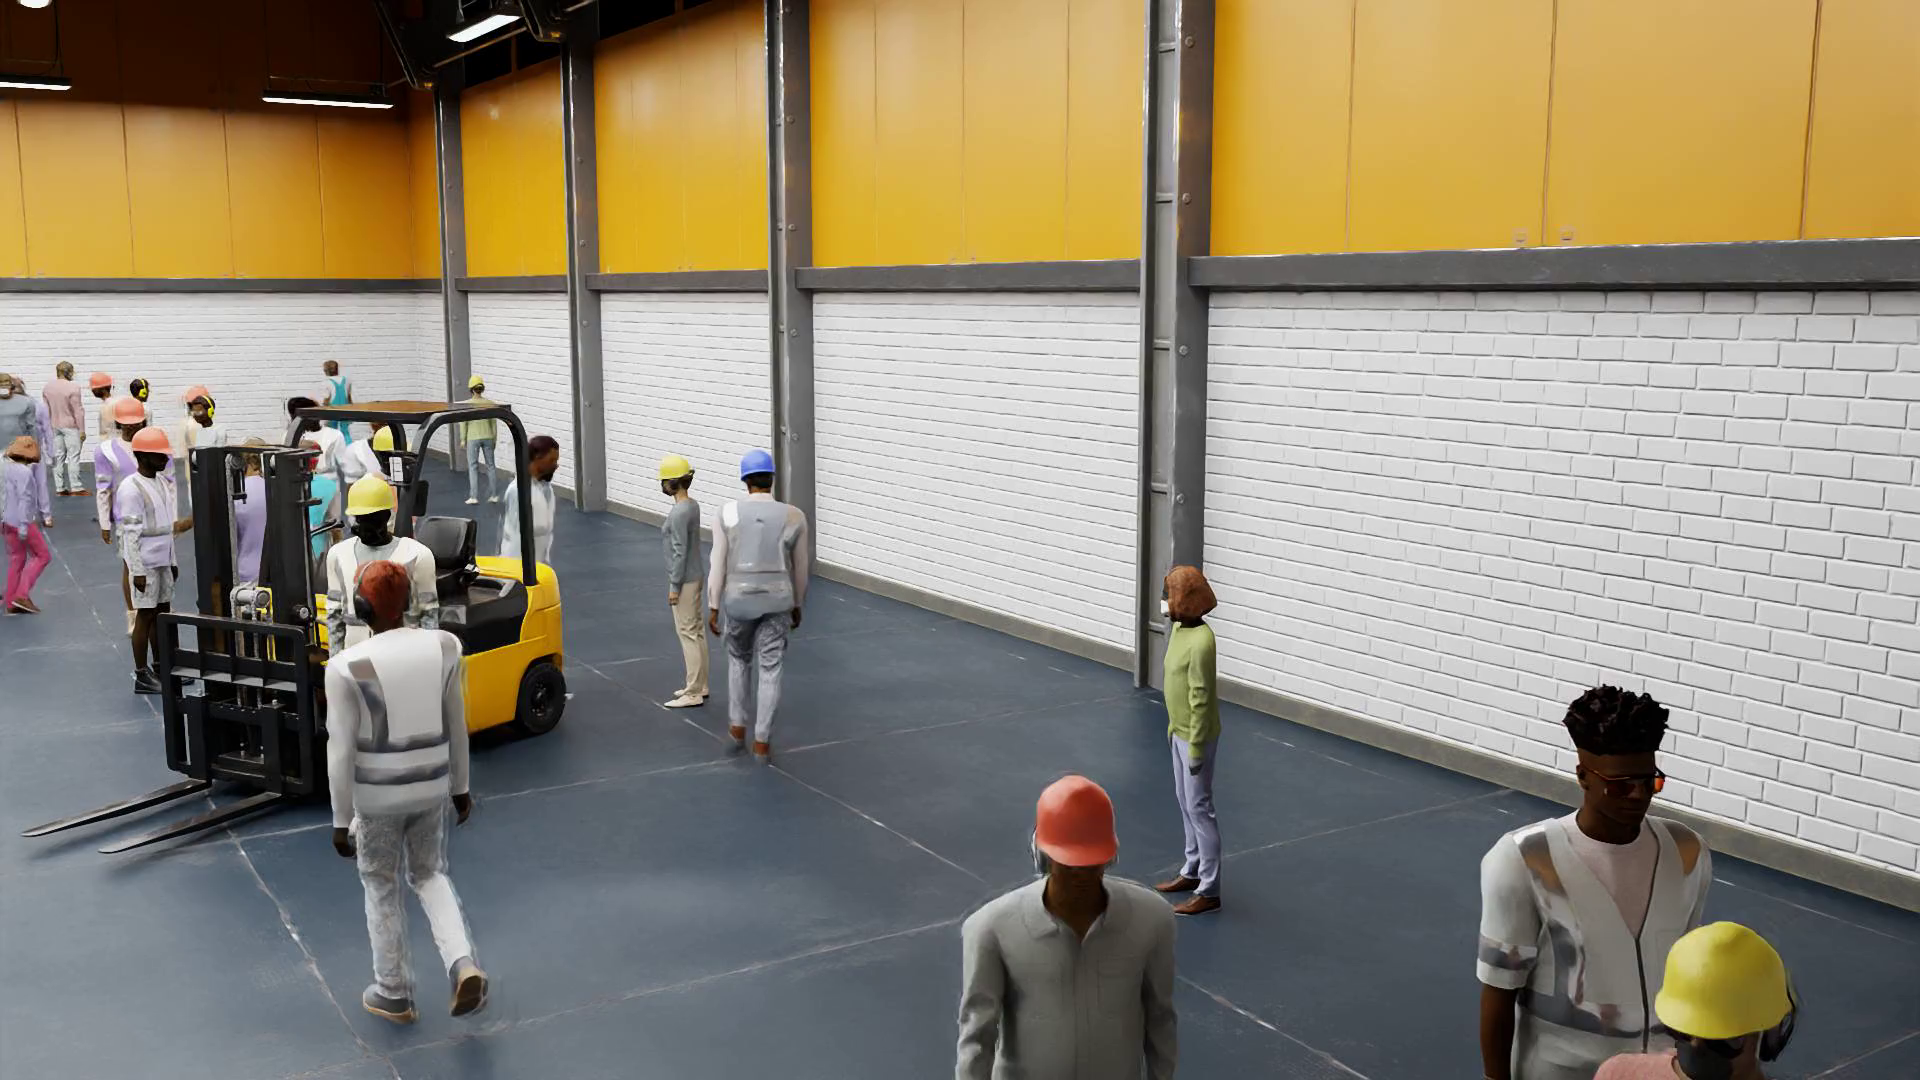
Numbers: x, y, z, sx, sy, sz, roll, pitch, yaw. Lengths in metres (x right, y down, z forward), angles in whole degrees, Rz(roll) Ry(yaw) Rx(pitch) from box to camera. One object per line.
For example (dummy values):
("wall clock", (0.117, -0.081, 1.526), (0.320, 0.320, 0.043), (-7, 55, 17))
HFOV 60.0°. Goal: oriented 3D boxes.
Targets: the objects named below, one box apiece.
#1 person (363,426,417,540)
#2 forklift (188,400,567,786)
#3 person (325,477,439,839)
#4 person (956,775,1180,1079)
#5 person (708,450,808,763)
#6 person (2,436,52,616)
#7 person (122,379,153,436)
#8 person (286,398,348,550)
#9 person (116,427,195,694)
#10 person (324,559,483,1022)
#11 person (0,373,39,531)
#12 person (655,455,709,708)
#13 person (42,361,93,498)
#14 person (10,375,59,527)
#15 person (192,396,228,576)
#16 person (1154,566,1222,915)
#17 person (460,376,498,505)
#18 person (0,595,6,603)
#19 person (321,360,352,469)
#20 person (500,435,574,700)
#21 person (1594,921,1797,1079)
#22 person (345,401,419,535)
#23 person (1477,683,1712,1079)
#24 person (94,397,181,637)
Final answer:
("person", (-4.113, 0.132, 12.092), (0.370, 1.929, 0.585), (2, 9, 14))
("forklift", (-3.529, 0.258, 10.348), (1.214, 2.155, 2.313), (4, 9, 25))
("person", (-3.056, 0.622, 8.787), (0.594, 1.926, 0.367), (0, 8, 3))
("person", (0.282, 1.424, 4.116), (0.591, 1.703, 0.891), (-1, 8, -5))
("person", (-1.262, 0.388, 10.411), (0.633, 1.905, 0.793), (-1, 9, -10))
("person", (-8.385, -0.122, 14.861), (0.523, 1.609, 0.410), (8, 12, 43))
("person", (-9.907, -1.021, 20.121), (0.533, 1.855, 0.346), (4, 9, 23))
("person", (-6.233, -0.449, 16.219), (0.728, 1.856, 0.730), (-1, 9, -9))
("person", (-5.796, 0.148, 11.986), (0.389, 1.930, 0.544), (0, 8, 1))
("person", (-2.150, 0.997, 6.451), (0.593, 1.867, 0.586), (8, 12, 43))
("person", (-11.559, -1.074, 20.237), (0.641, 1.928, 0.386), (-5, 10, -32))
("person", (-1.948, 0.286, 11.602), (0.329, 1.765, 0.533), (1, 8, 4))
("person", (-12.588, -1.552, 23.432), (0.635, 1.930, 0.353), (3, 9, 17))
("person", (-11.524, -1.091, 20.503), (0.716, 1.903, 0.463), (-5, 10, -32))
("person", (-7.581, -0.534, 16.831), (0.513, 1.860, 0.325), (6, 11, 36))
("person", (1.069, 0.925, 7.777), (0.287, 1.626, 0.496), (-1, 8, -6))
("person", (-6.588, -1.367, 22.782), (0.522, 1.760, 0.355), (-7, 11, -38))
("person", (-8.965, -0.333, 15.169), (0.395, 1.954, 0.620), (-3, 9, -18))
("person", (-10.141, -2.032, 27.095), (0.537, 1.807, 0.655), (-8, 12, -43))
("person", (-3.099, 0.202, 11.764), (0.650, 1.885, 0.663), (1, 9, 10))
("person", (1.394, 1.550, 3.105), (0.533, 1.752, 0.463), (7, 11, 41))
("person", (-5.007, -0.229, 14.463), (0.624, 1.939, 0.726), (-3, 9, -21))
("person", (1.537, 1.309, 4.037), (0.613, 1.961, 0.361), (-2, 9, -14))
("person", (-6.879, -0.190, 13.945), (0.618, 2.028, 0.409), (-6, 10, -34))
